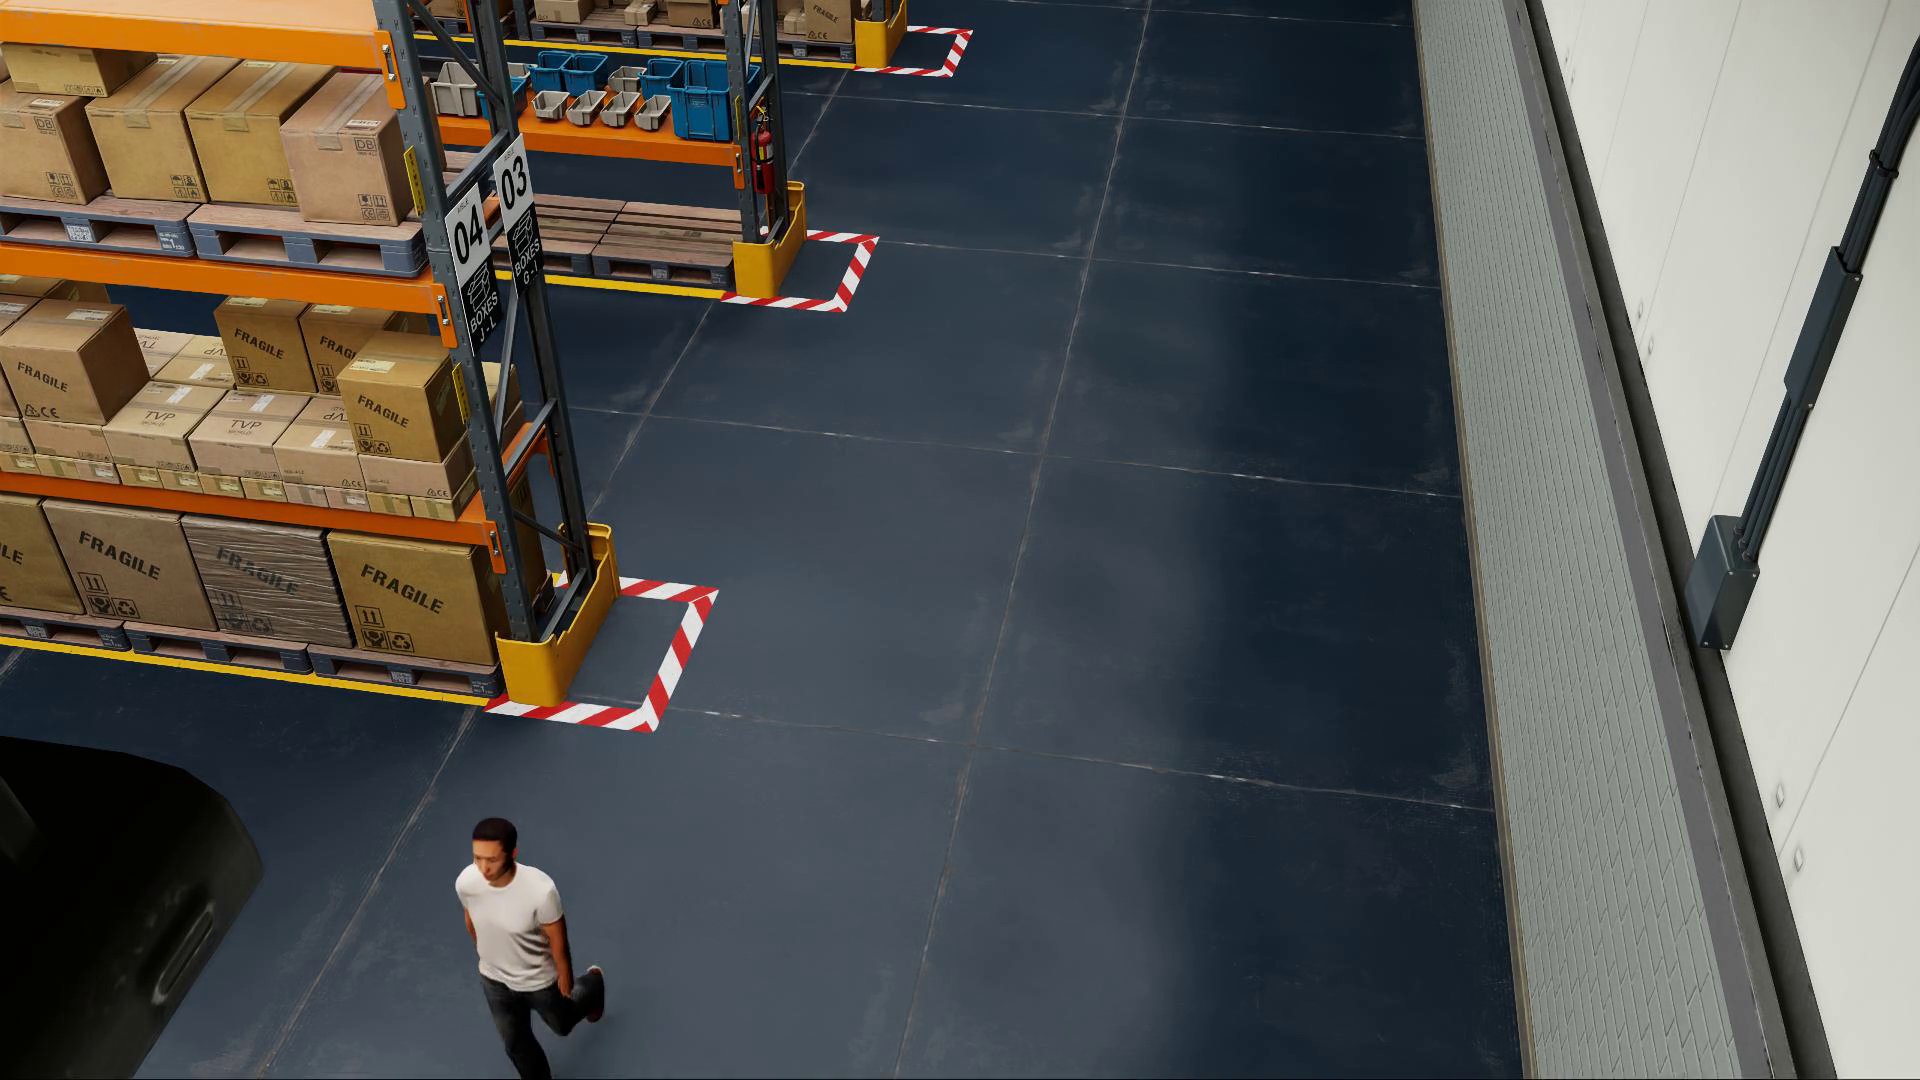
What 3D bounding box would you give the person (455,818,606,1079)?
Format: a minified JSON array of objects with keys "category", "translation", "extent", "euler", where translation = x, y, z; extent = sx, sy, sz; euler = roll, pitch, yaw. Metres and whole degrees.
[{"category":"person","translation":[-1.910,1.844,7.464],"extent":[0.924,1.790,0.684],"euler":[6,38,8]}]
